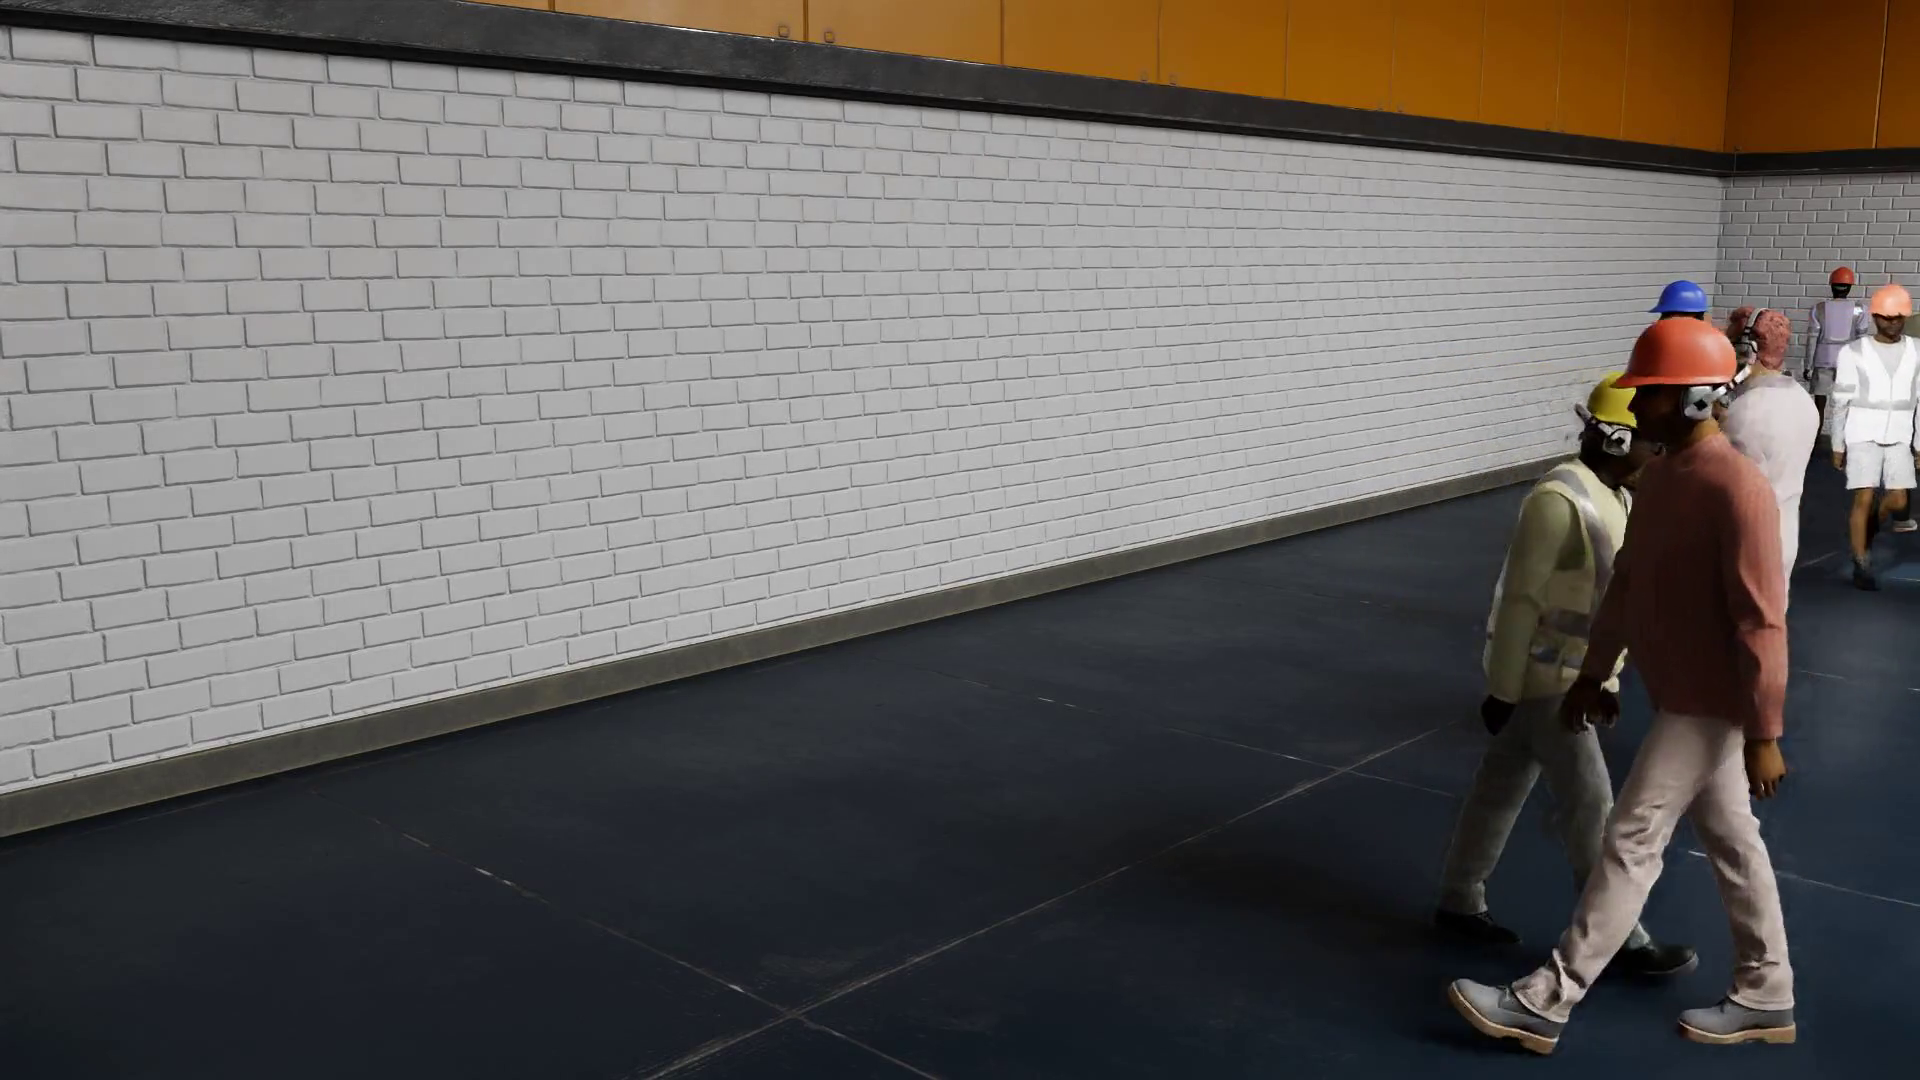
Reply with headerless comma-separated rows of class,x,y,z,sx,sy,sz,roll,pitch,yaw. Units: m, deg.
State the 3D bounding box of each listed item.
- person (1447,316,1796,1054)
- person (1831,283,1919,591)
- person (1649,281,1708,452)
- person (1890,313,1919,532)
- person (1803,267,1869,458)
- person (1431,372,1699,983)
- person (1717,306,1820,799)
person,1.796,0.403,4.350,1.007,1.940,0.608,1,10,7
person,5.750,-0.651,10.440,0.564,1.913,0.571,2,10,11
person,3.973,-0.453,9.224,0.400,1.949,0.605,0,10,1
person,7.216,-1.020,12.317,0.380,1.995,0.611,-6,12,-32
person,8.900,-1.802,16.936,0.553,1.935,0.364,4,11,22
person,1.833,0.396,4.898,0.852,1.770,0.597,5,11,28
person,2.956,0.075,6.330,0.406,1.911,0.637,10,14,44
